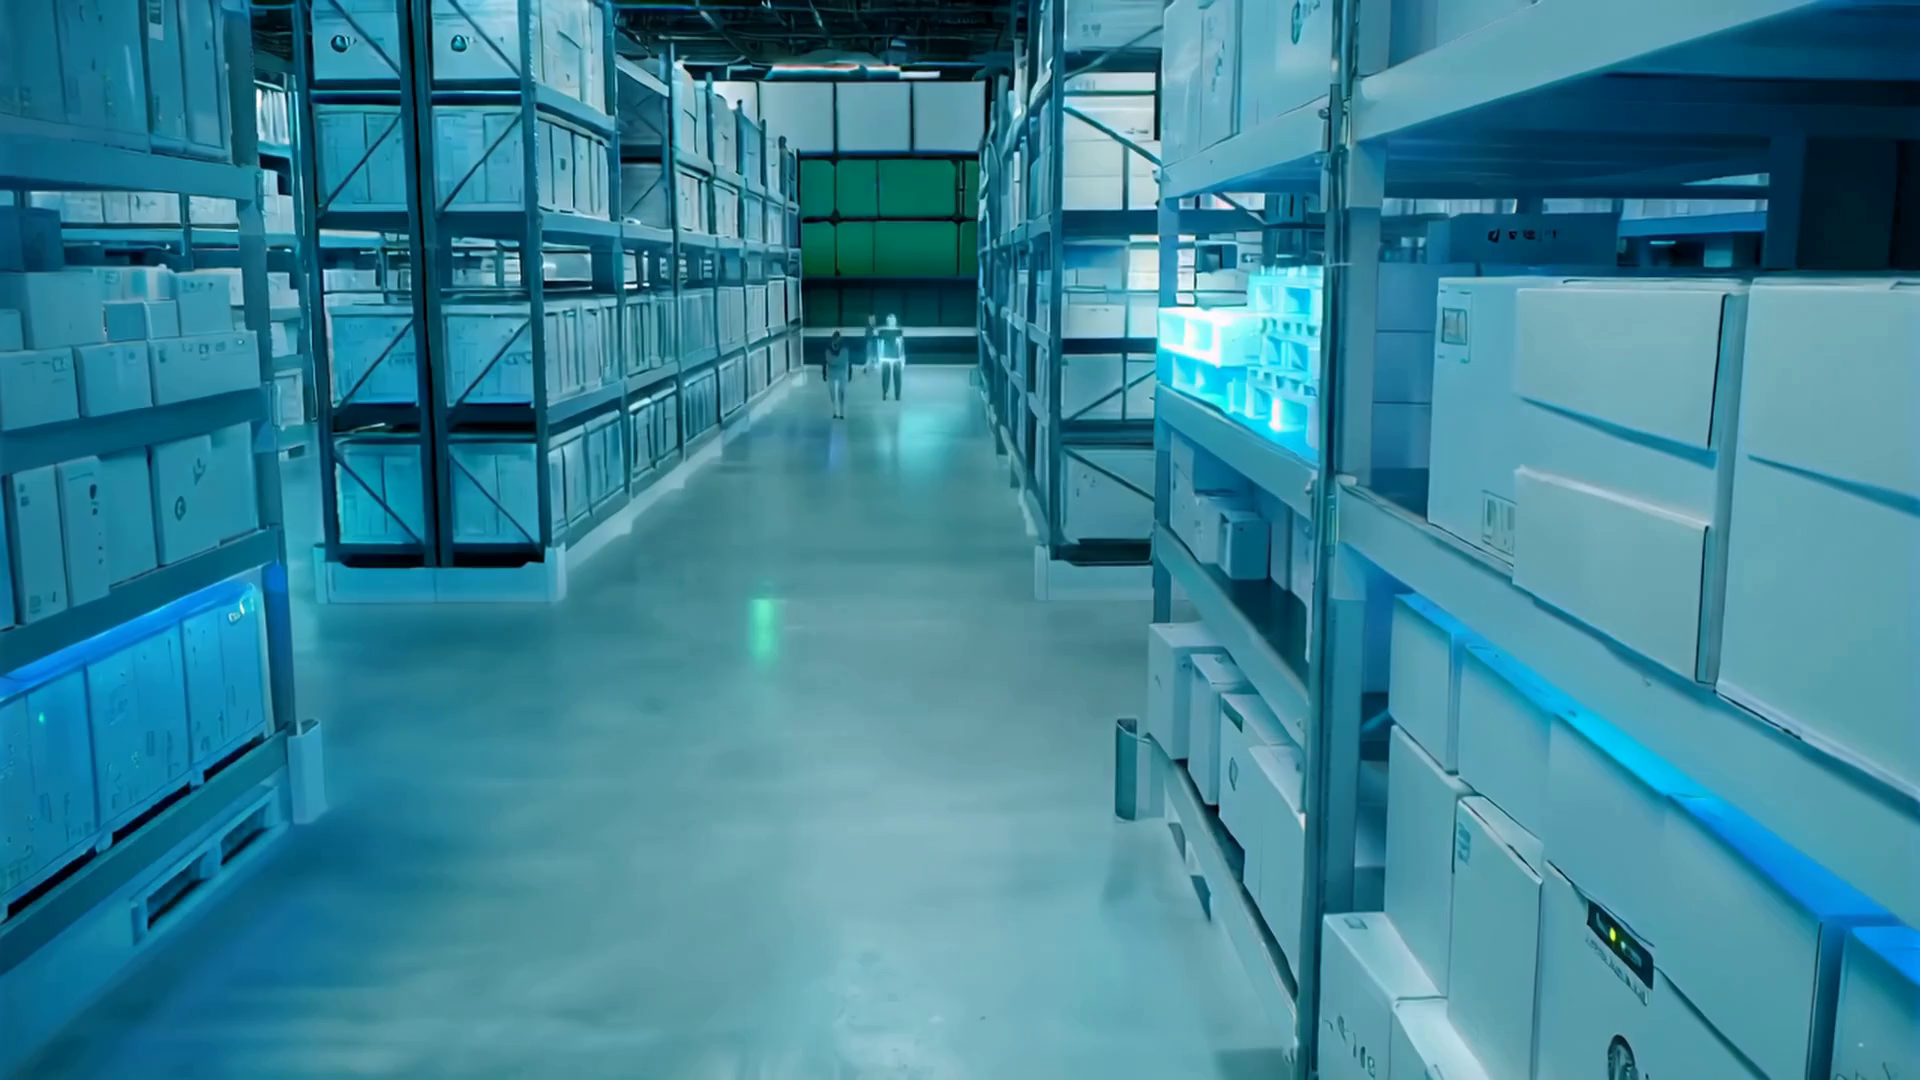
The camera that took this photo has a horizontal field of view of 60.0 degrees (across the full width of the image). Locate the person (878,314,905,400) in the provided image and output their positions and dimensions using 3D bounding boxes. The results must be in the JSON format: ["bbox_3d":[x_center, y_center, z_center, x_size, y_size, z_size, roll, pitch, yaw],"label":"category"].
[{"bbox_3d":[-1.587,-4.220,38.441,0.618,1.994,0.380,0,9,-1],"label":"person"}]

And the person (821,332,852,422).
[{"bbox_3d":[-2.470,-3.268,33.250,0.611,1.786,0.922,0,9,-3],"label":"person"}]

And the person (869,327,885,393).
[{"bbox_3d":[-1.969,-4.421,40.821,0.521,1.620,0.573,6,11,32],"label":"person"}]

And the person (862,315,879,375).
[{"bbox_3d":[-2.448,-5.569,47.548,0.848,1.709,0.599,-4,10,-22],"label":"person"}]
